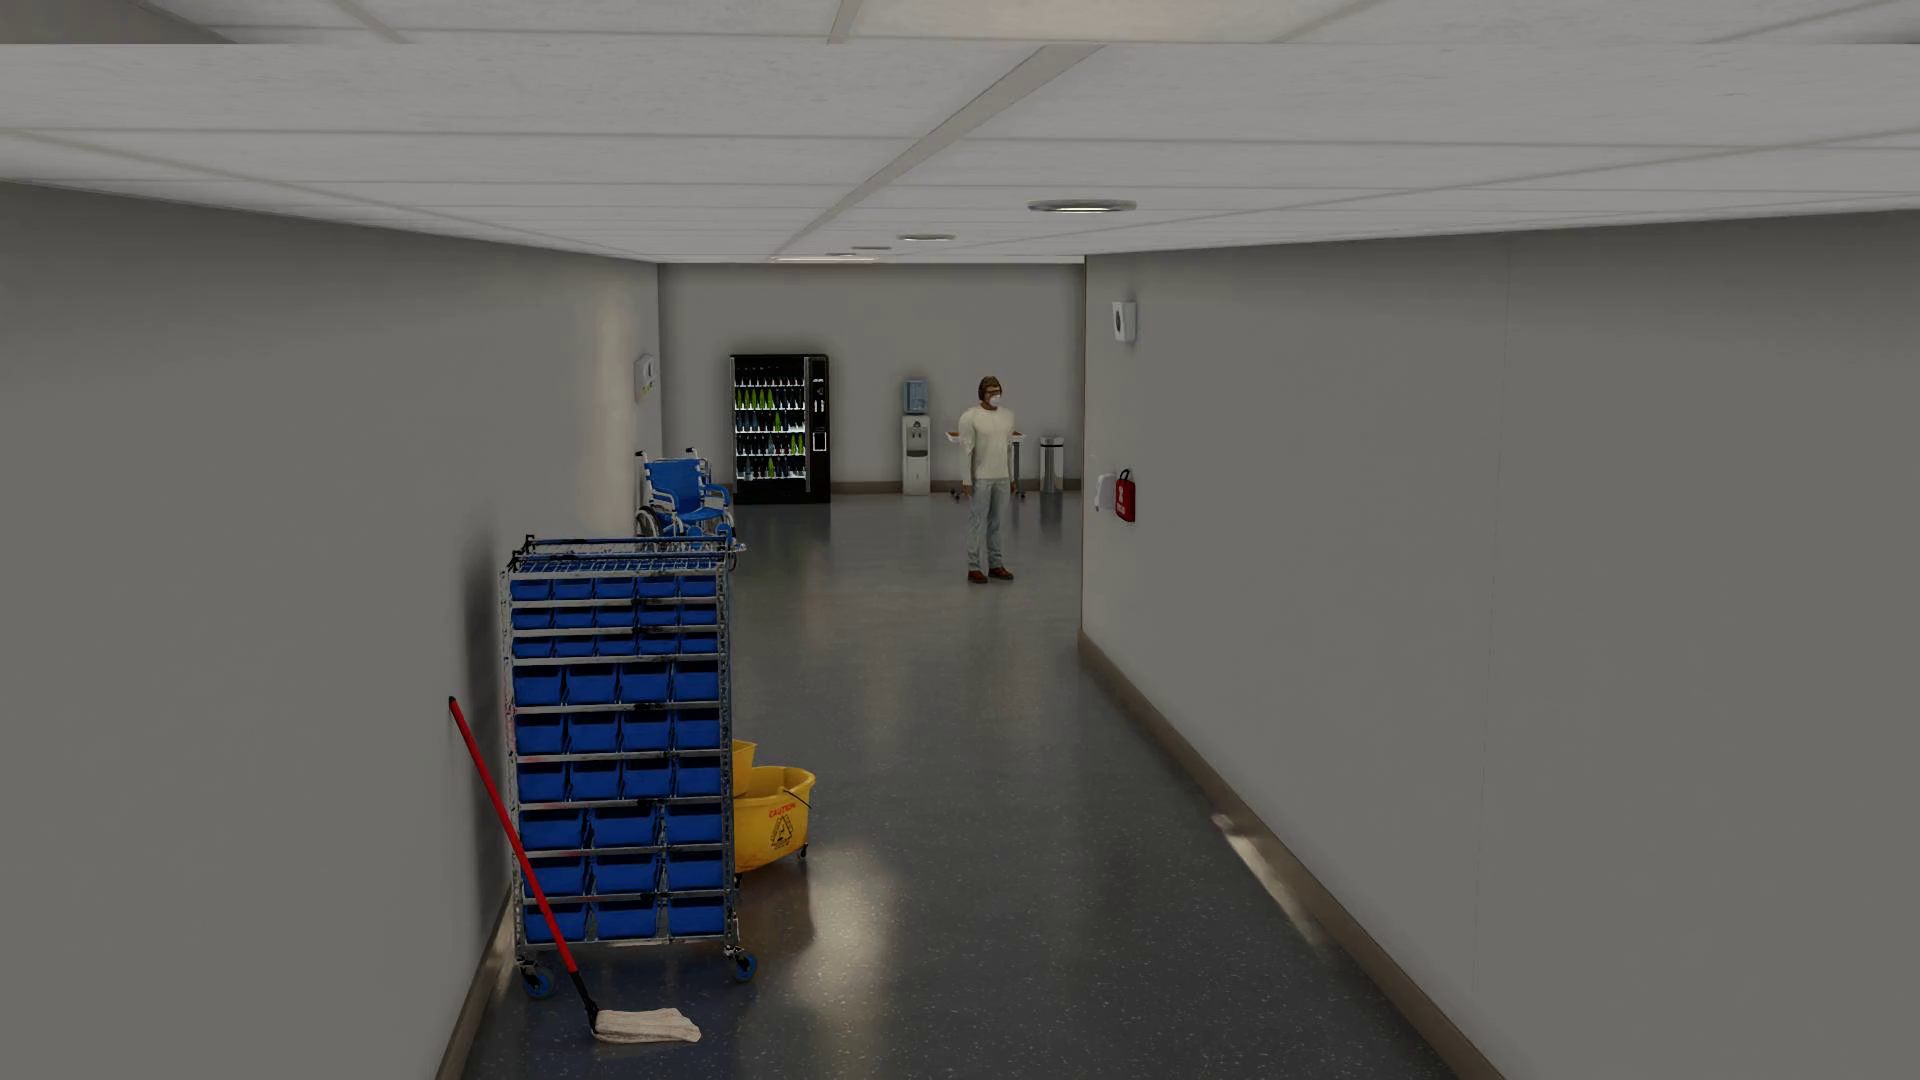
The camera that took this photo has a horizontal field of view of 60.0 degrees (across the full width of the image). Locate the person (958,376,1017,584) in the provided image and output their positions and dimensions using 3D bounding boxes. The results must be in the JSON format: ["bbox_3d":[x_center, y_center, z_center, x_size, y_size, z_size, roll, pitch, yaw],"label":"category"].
[{"bbox_3d":[0.271,-0.569,15.586,0.635,1.939,0.362,-7,11,-37],"label":"person"}]
